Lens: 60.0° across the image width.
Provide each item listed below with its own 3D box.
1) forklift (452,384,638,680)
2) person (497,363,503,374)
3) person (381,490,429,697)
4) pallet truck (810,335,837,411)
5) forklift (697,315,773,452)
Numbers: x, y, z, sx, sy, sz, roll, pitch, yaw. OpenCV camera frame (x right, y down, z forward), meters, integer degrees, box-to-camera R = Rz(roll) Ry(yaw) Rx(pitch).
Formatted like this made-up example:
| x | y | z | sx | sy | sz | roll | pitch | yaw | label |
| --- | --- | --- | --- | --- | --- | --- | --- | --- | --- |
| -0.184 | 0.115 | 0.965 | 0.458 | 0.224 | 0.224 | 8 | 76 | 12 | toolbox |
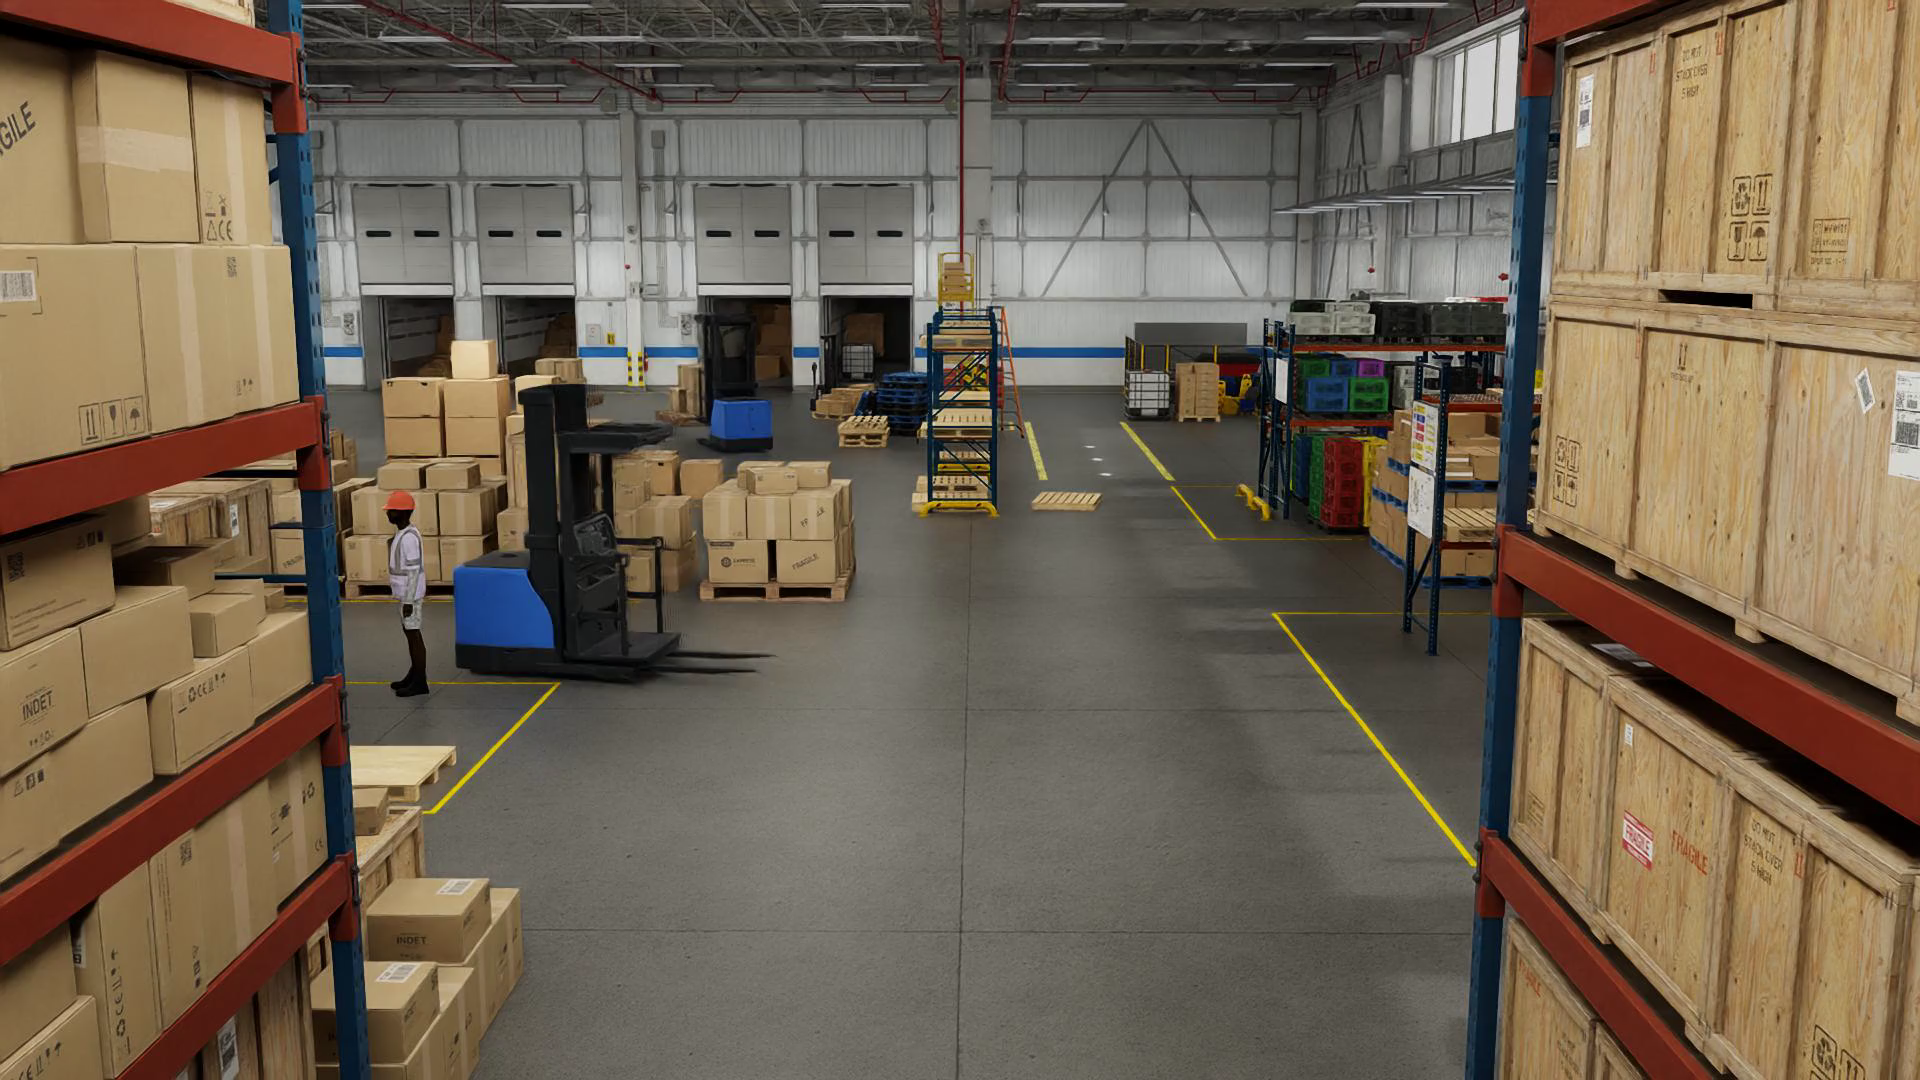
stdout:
| x | y | z | sx | sy | sz | roll | pitch | yaw | label |
| --- | --- | --- | --- | --- | --- | --- | --- | --- | --- |
| -3.974 | -0.127 | 16.433 | 1.873 | 2.768 | 1.129 | 2 | 10 | 9 | forklift |
| -9.262 | -2.562 | 33.252 | 0.404 | 1.926 | 0.662 | -9 | 14 | -44 | person |
| -5.188 | 0.492 | 15.570 | 0.351 | 1.942 | 0.547 | -5 | 11 | -25 | person |
| -3.021 | -4.312 | 43.126 | 1.885 | 1.965 | 0.823 | 3 | 10 | 17 | pallet truck |
| -4.720 | -3.316 | 34.835 | 1.129 | 2.768 | 1.873 | -5 | 11 | -25 | forklift |
